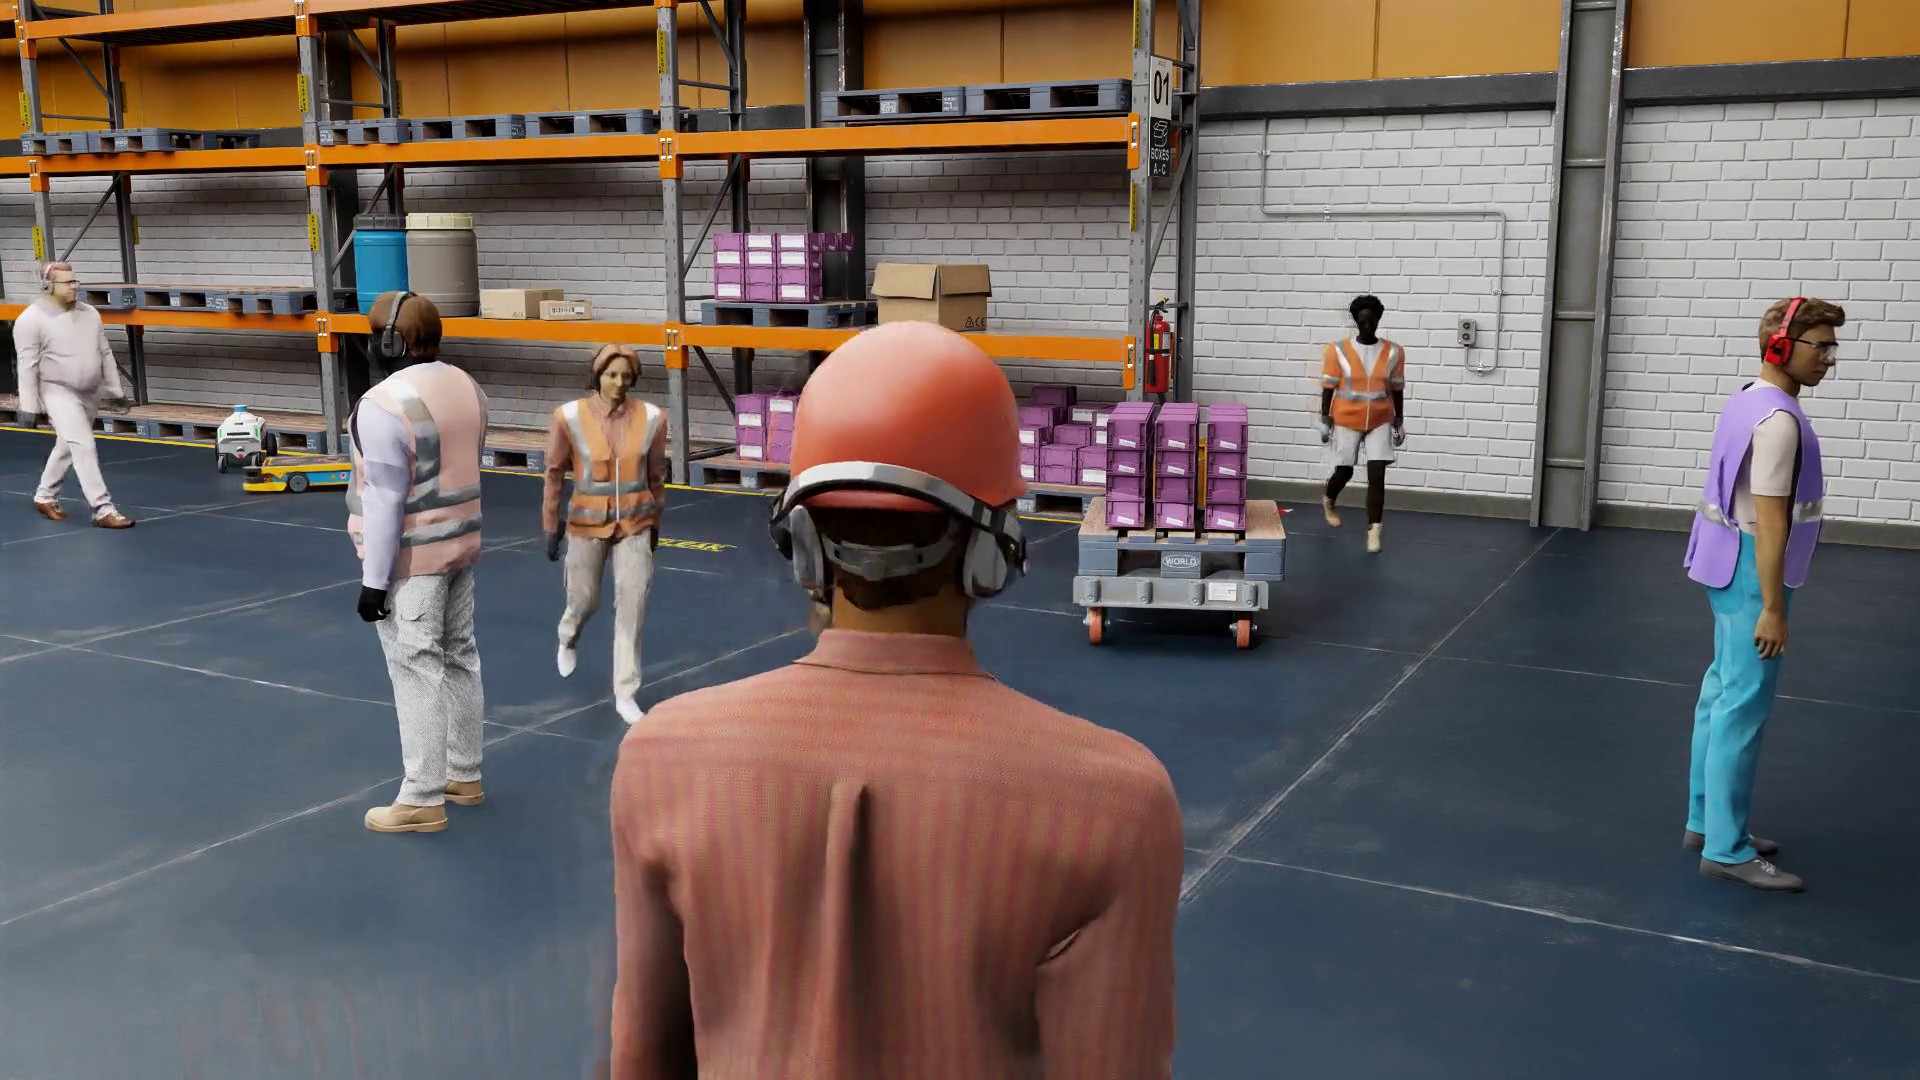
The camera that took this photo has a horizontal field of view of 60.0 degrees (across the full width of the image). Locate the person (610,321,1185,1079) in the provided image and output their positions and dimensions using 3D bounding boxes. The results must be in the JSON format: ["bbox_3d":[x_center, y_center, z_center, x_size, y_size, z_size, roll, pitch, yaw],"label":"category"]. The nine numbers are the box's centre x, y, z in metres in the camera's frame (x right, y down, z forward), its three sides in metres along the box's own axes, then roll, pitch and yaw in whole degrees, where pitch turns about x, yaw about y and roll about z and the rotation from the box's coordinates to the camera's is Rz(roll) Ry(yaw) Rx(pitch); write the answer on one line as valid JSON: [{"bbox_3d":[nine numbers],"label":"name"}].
[{"bbox_3d":[-0.103,0.765,1.658,0.620,1.951,1.013,3,11,15],"label":"person"}]

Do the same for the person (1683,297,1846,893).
[{"bbox_3d":[2.498,0.159,5.256,0.391,1.838,0.564,3,11,17],"label":"person"}]

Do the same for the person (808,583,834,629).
[{"bbox_3d":[-0.056,0.752,2.680,0.870,1.592,0.533,5,11,25],"label":"person"}]

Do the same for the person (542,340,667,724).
[{"bbox_3d":[-1.526,-0.059,7.093,0.526,1.608,0.652,-5,11,-25],"label":"person"}]

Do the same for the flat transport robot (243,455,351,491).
[{"bbox_3d":[-5.040,-0.567,13.533,1.431,0.197,0.652,-4,11,-19],"label":"flat transport robot"}]

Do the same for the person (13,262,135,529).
[{"bbox_3d":[-6.256,-1.014,11.657,1.022,1.861,0.644,3,11,16],"label":"person"}]

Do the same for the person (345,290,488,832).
[{"bbox_3d":[-1.864,0.075,5.704,0.429,1.846,0.627,2,11,13],"label":"person"}]

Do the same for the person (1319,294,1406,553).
[{"bbox_3d":[2.615,-0.783,10.897,0.558,1.666,0.700,0,10,2],"label":"person"}]

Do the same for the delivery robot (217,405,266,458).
[{"bbox_3d":[-6.268,-0.937,14.525,0.477,0.478,0.707,-3,11,-18],"label":"delivery robot"}]
